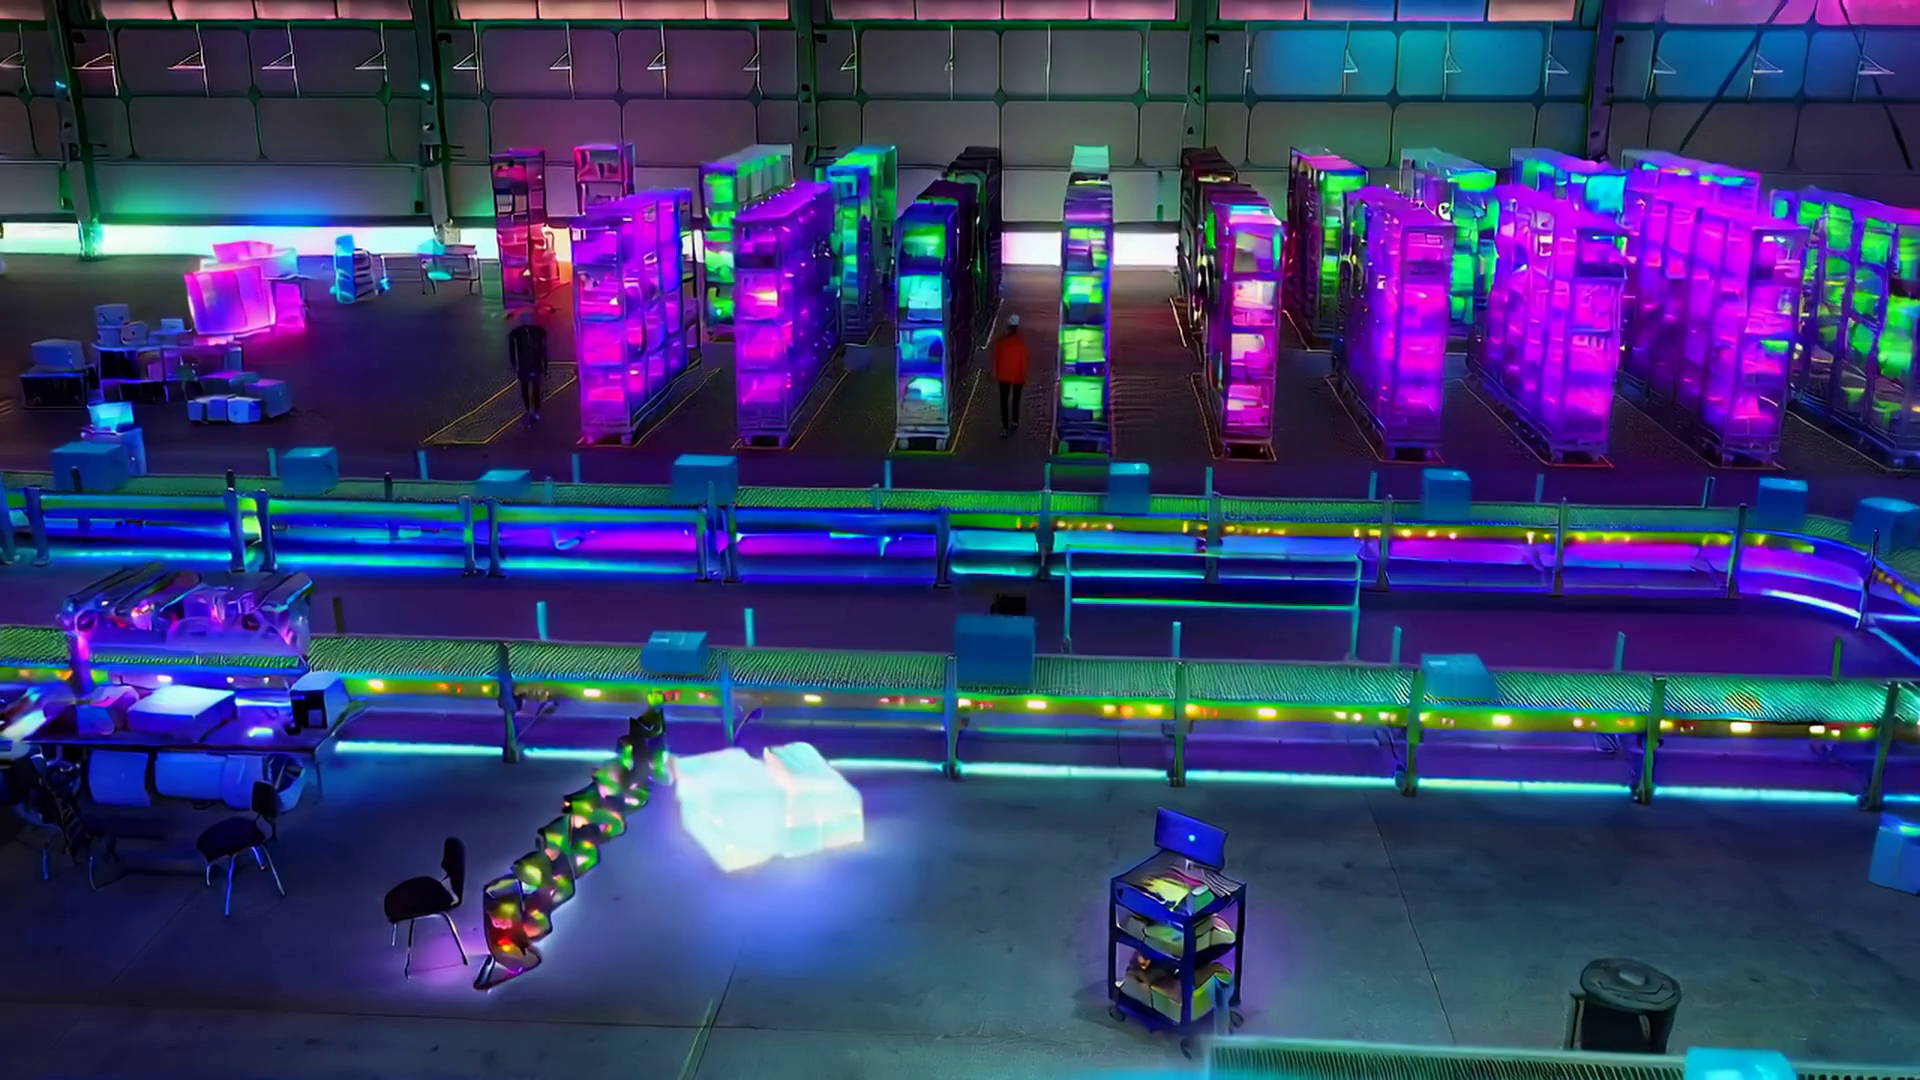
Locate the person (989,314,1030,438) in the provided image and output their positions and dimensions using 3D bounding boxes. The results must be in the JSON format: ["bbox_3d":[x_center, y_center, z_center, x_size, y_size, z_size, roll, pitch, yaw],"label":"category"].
[{"bbox_3d":[0.795,-2.674,26.854,0.634,1.949,0.961,0,17,-1],"label":"person"}]

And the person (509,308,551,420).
[{"bbox_3d":[-7.130,-2.897,27.653,0.645,1.894,0.573,-3,18,-11],"label":"person"}]

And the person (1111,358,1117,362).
[{"bbox_3d":[2.670,-4.401,32.540,0.781,1.824,0.572,3,18,10],"label":"person"}]
